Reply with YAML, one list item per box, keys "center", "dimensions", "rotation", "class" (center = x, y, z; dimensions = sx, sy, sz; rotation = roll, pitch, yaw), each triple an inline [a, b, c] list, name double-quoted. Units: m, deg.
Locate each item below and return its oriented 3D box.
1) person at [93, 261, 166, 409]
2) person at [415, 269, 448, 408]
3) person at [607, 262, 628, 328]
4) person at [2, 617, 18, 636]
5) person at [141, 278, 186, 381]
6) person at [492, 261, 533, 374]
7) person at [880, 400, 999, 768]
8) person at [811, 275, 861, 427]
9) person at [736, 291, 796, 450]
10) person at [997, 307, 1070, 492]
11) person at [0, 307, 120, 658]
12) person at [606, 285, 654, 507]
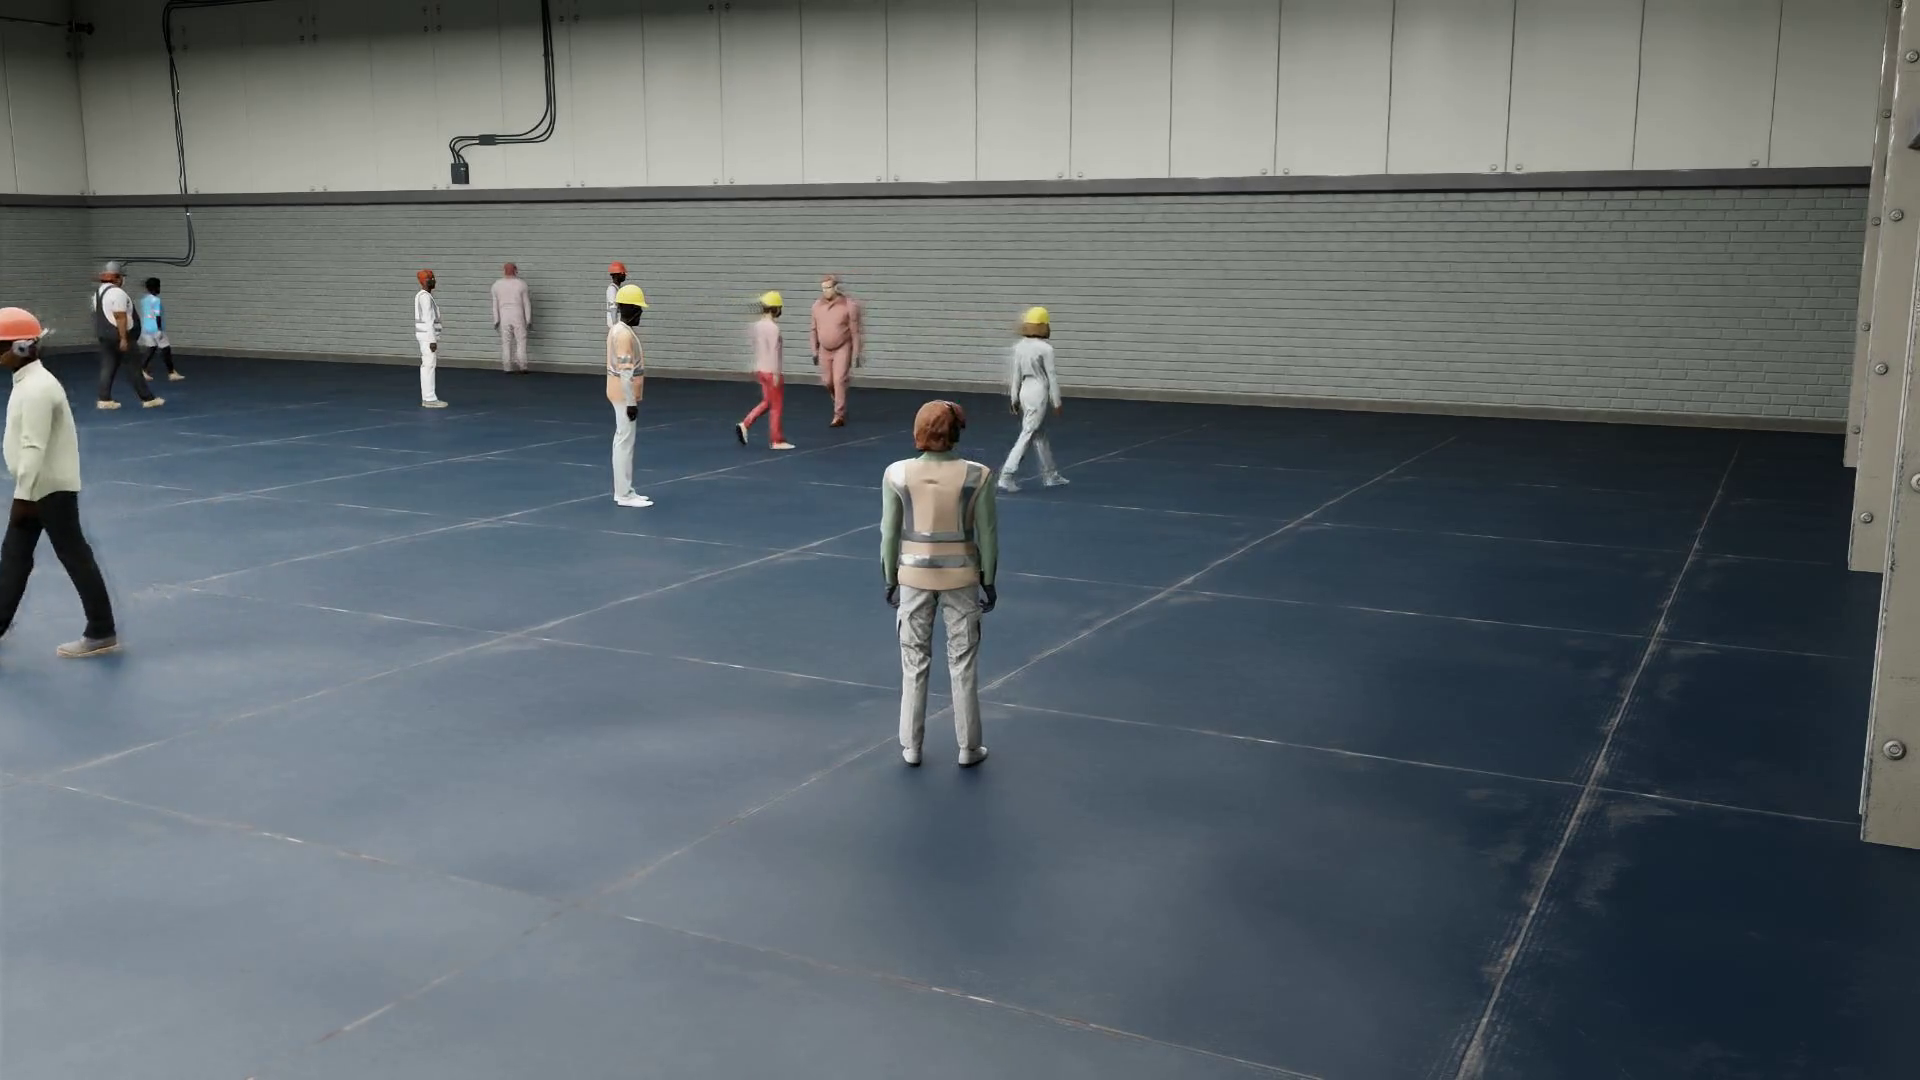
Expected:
- center: [-11.383, -2.795, 22.584]
  dimensions: [0.699, 2.000, 0.842]
  rotation: [7, 13, 34]
  class: "person"
- center: [-7.273, -2.758, 22.806]
  dimensions: [0.347, 1.884, 0.584]
  rotation: [-5, 12, -25]
  class: "person"
- center: [-5.309, -3.352, 25.892]
  dimensions: [0.344, 1.942, 0.551]
  rotation: [0, 10, -3]
  class: "person"
- center: [-5.986, -0.291, 9.353]
  dimensions: [1.015, 1.884, 0.650]
  rotation: [-5, 12, -27]
  class: "person"
- center: [-13.008, -3.400, 26.886]
  dimensions: [0.541, 1.677, 0.709]
  rotation: [9, 14, 40]
  class: "person"
- center: [-7.576, -3.762, 28.224]
  dimensions: [0.650, 1.906, 0.403]
  rotation: [1, 10, 3]
  class: "person"
- center: [-0.090, 0.202, 7.345]
  dimensions: [0.525, 1.636, 0.307]
  rotation: [1, 10, 6]
  class: "person"
- center: [-1.517, -2.357, 20.663]
  dimensions: [0.682, 1.876, 0.739]
  rotation: [4, 11, 22]
  class: "person"
- center: [-2.118, -1.838, 18.139]
  dimensions: [0.578, 1.750, 0.538]
  rotation: [-6, 12, -30]
  class: "person"
- center: [0.678, -1.299, 15.379]
  dimensions: [0.914, 1.701, 0.496]
  rotation: [-7, 13, -35]
  class: "person"
- center: [-5.151, -0.273, 9.058]
  dimensions: [0.961, 1.951, 0.652]
  rotation: [-7, 13, -35]
  class: "person"
- center: [-2.884, -1.250, 14.486]
  dimensions: [0.383, 1.922, 0.587]
  rotation: [-3, 11, -14]
  class: "person"
